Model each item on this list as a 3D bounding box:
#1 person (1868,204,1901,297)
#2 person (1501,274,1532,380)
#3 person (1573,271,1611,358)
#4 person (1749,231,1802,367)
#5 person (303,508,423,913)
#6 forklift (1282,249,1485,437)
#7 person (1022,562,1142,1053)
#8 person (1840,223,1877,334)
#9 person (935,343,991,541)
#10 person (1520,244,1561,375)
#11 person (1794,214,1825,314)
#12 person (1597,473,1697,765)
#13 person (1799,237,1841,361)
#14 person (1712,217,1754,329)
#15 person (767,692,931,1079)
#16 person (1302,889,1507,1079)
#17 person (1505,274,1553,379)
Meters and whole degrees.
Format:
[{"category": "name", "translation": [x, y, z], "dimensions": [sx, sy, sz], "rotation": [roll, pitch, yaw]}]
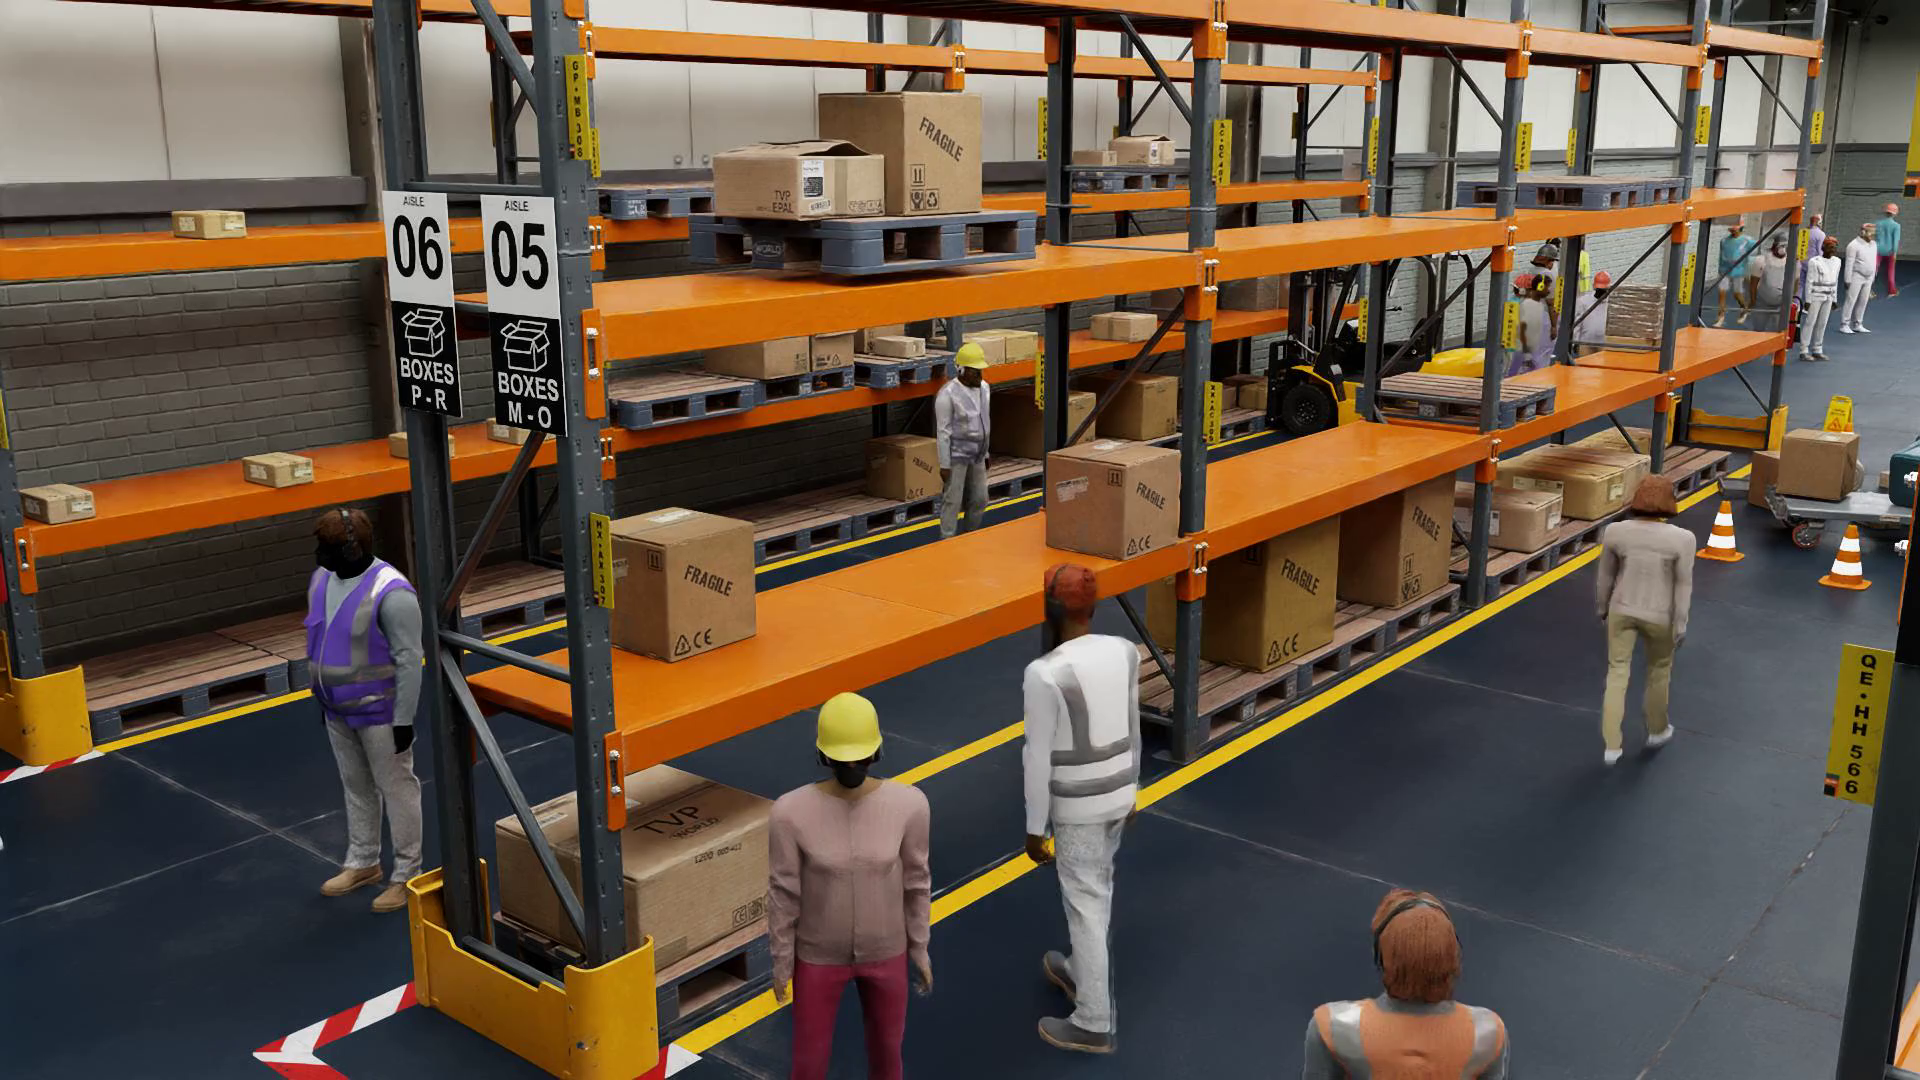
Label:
[{"category": "person", "translation": [19.513, -6.085, 35.058], "dimensions": [1.014, 1.940, 0.637], "rotation": [-8, 16, -29]}, {"category": "person", "translation": [6.827, -2.380, 20.379], "dimensions": [0.350, 1.744, 0.558], "rotation": [0, 14, 0]}, {"category": "person", "translation": [7.968, -2.493, 20.829], "dimensions": [0.563, 1.742, 0.338], "rotation": [4, 14, 16]}, {"category": "person", "translation": [12.172, -3.642, 24.898], "dimensions": [0.687, 2.000, 0.896], "rotation": [5, 15, 18]}, {"category": "person", "translation": [-2.659, 0.752, 7.427], "dimensions": [0.623, 1.841, 0.430], "rotation": [9, 16, 32]}, {"category": "forklift", "translation": [4.886, -2.214, 18.767], "dimensions": [2.313, 2.155, 1.214], "rotation": [11, 18, 38]}, {"category": "person", "translation": [0.431, 1.004, 6.383], "dimensions": [0.633, 1.862, 0.577], "rotation": [13, 19, 43]}, {"category": "person", "translation": [15.579, -4.519, 28.769], "dimensions": [0.649, 1.899, 0.398], "rotation": [-6, 15, -23]}, {"category": "person", "translation": [0.046, -0.685, 13.361], "dimensions": [0.472, 1.807, 0.606], "rotation": [11, 18, 38]}, {"category": "person", "translation": [7.560, -2.826, 21.573], "dimensions": [0.537, 2.000, 0.678], "rotation": [-5, 15, -21]}, {"category": "person", "translation": [16.337, -5.300, 31.948], "dimensions": [0.399, 1.899, 0.646], "rotation": [-4, 14, -16]}, {"category": "person", "translation": [3.815, 0.417, 9.270], "dimensions": [0.520, 1.596, 0.776], "rotation": [10, 17, 35]}, {"category": "person", "translation": [13.102, -3.663, 25.306], "dimensions": [0.581, 1.882, 0.339], "rotation": [-4, 14, -15]}, {"category": "person", "translation": [13.815, -4.780, 29.620], "dimensions": [0.883, 2.010, 0.606], "rotation": [-12, 18, -39]}, {"category": "person", "translation": [-0.342, 1.334, 5.288], "dimensions": [0.530, 1.730, 0.326], "rotation": [-3, 14, -13]}, {"category": "person", "translation": [1.093, 1.665, 4.141], "dimensions": [0.527, 1.621, 0.506], "rotation": [0, 14, -2]}, {"category": "person", "translation": [6.667, -2.245, 19.698], "dimensions": [0.559, 1.808, 0.974], "rotation": [-9, 17, -33]}]
